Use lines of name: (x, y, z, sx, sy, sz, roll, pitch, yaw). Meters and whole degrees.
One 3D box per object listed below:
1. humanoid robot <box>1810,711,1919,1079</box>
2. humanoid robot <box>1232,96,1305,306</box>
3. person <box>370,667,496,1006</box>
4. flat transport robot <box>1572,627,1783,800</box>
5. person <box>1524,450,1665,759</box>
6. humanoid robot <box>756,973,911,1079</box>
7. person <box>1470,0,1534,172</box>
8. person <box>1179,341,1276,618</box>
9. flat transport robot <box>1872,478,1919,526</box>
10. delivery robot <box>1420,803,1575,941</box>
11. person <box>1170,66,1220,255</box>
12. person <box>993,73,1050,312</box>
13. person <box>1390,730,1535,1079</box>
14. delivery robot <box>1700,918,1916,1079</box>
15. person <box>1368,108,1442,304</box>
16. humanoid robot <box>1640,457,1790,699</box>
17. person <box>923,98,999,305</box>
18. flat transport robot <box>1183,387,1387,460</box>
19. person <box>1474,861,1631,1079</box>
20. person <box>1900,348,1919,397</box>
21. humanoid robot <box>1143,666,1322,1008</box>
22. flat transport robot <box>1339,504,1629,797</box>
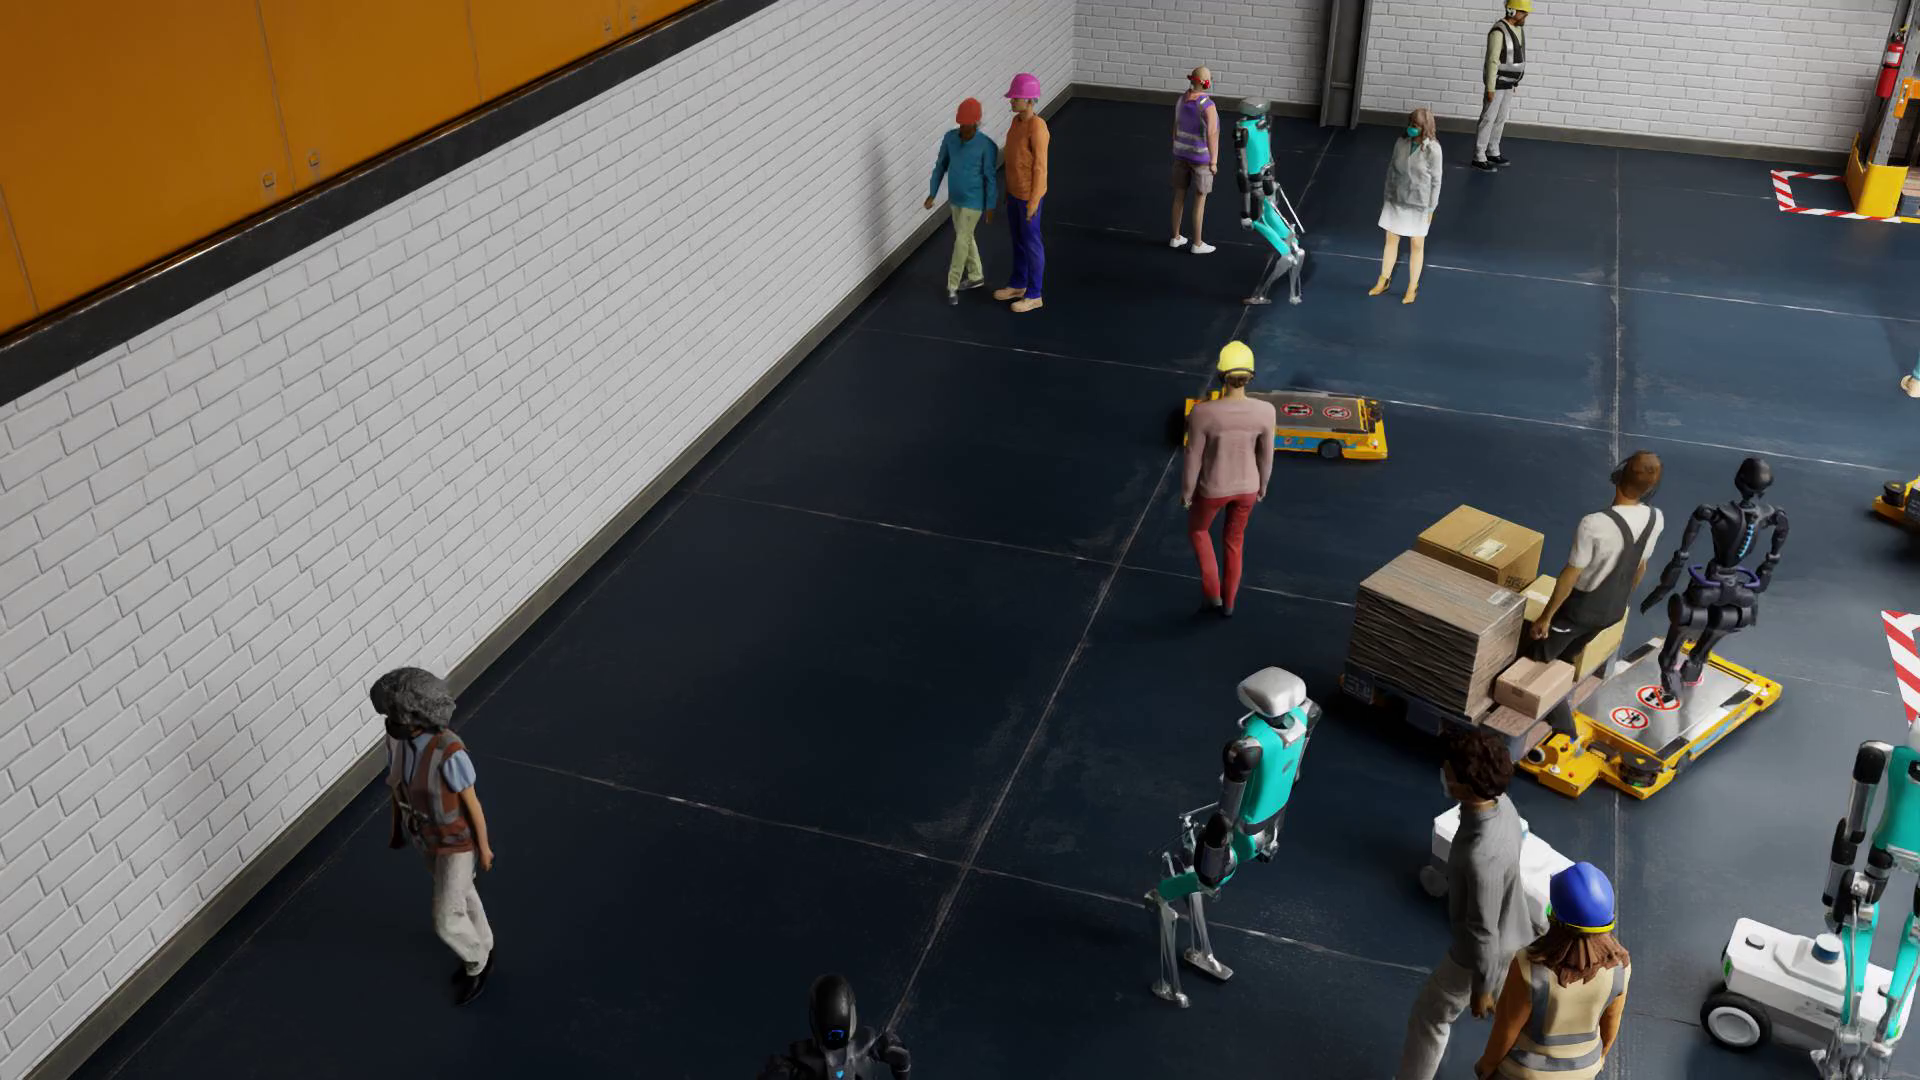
humanoid robot: (3.620, 1.570, 6.530, 0.559, 1.796, 0.761, 18, 35, 28)
humanoid robot: (2.679, -2.752, 13.862, 0.878, 1.771, 0.578, 20, 36, 30)
person: (-2.231, 1.274, 7.060, 0.484, 1.671, 0.485, 18, 35, 28)
flat transport robot: (3.824, 0.916, 9.067, 1.431, 0.231, 0.659, -23, 37, -34)
person: (3.175, 0.342, 8.537, 0.583, 1.809, 0.521, -16, 34, -25)
humanoid robot: (-0.432, 2.098, 5.724, 0.593, 1.632, 0.817, -9, 32, -15)
person: (5.591, -4.726, 17.135, 0.403, 1.825, 0.589, 24, 38, 35)
person: (1.545, -0.327, 9.717, 0.549, 1.744, 0.364, -5, 31, -9)
flat transport robot: (6.763, -0.065, 10.735, 0.659, 0.231, 1.431, -18, 35, -28)
delivery robot: (2.549, 1.563, 7.701, 0.499, 0.611, 0.804, -21, 36, -31)
person: (2.118, -3.431, 15.055, 0.347, 1.694, 0.483, -25, 39, -36)
person: (0.530, -2.891, 13.855, 0.373, 1.985, 0.507, -14, 33, -22)
person: (2.097, 1.549, 6.433, 0.847, 1.859, 0.585, 10, 32, 17)
delivery robot: (3.589, 1.922, 7.092, 0.785, 0.614, 0.521, 19, 35, 29)
person: (3.789, -2.819, 14.043, 0.485, 1.660, 0.343, 23, 38, 34)
humanoid robot: (3.950, 0.300, 8.743, 0.598, 1.642, 0.485, 0, 30, 0)
person: (0.023, -2.898, 14.114, 0.570, 1.722, 0.605, -26, 39, -37)
flat transport robot: (2.350, -0.846, 12.065, 1.431, 0.231, 0.659, 4, 31, 7)
person: (2.095, 1.863, 5.964, 0.462, 1.781, 0.306, -3, 31, -4)
person: (7.455, -1.916, 12.309, 0.515, 1.867, 0.391, 10, 32, 16)
humanoid robot: (1.059, 1.233, 7.067, 0.538, 1.781, 0.739, -27, 40, -37)
flat transport robot: (2.869, 0.890, 9.112, 1.431, 0.231, 0.659, 26, 39, 37)
